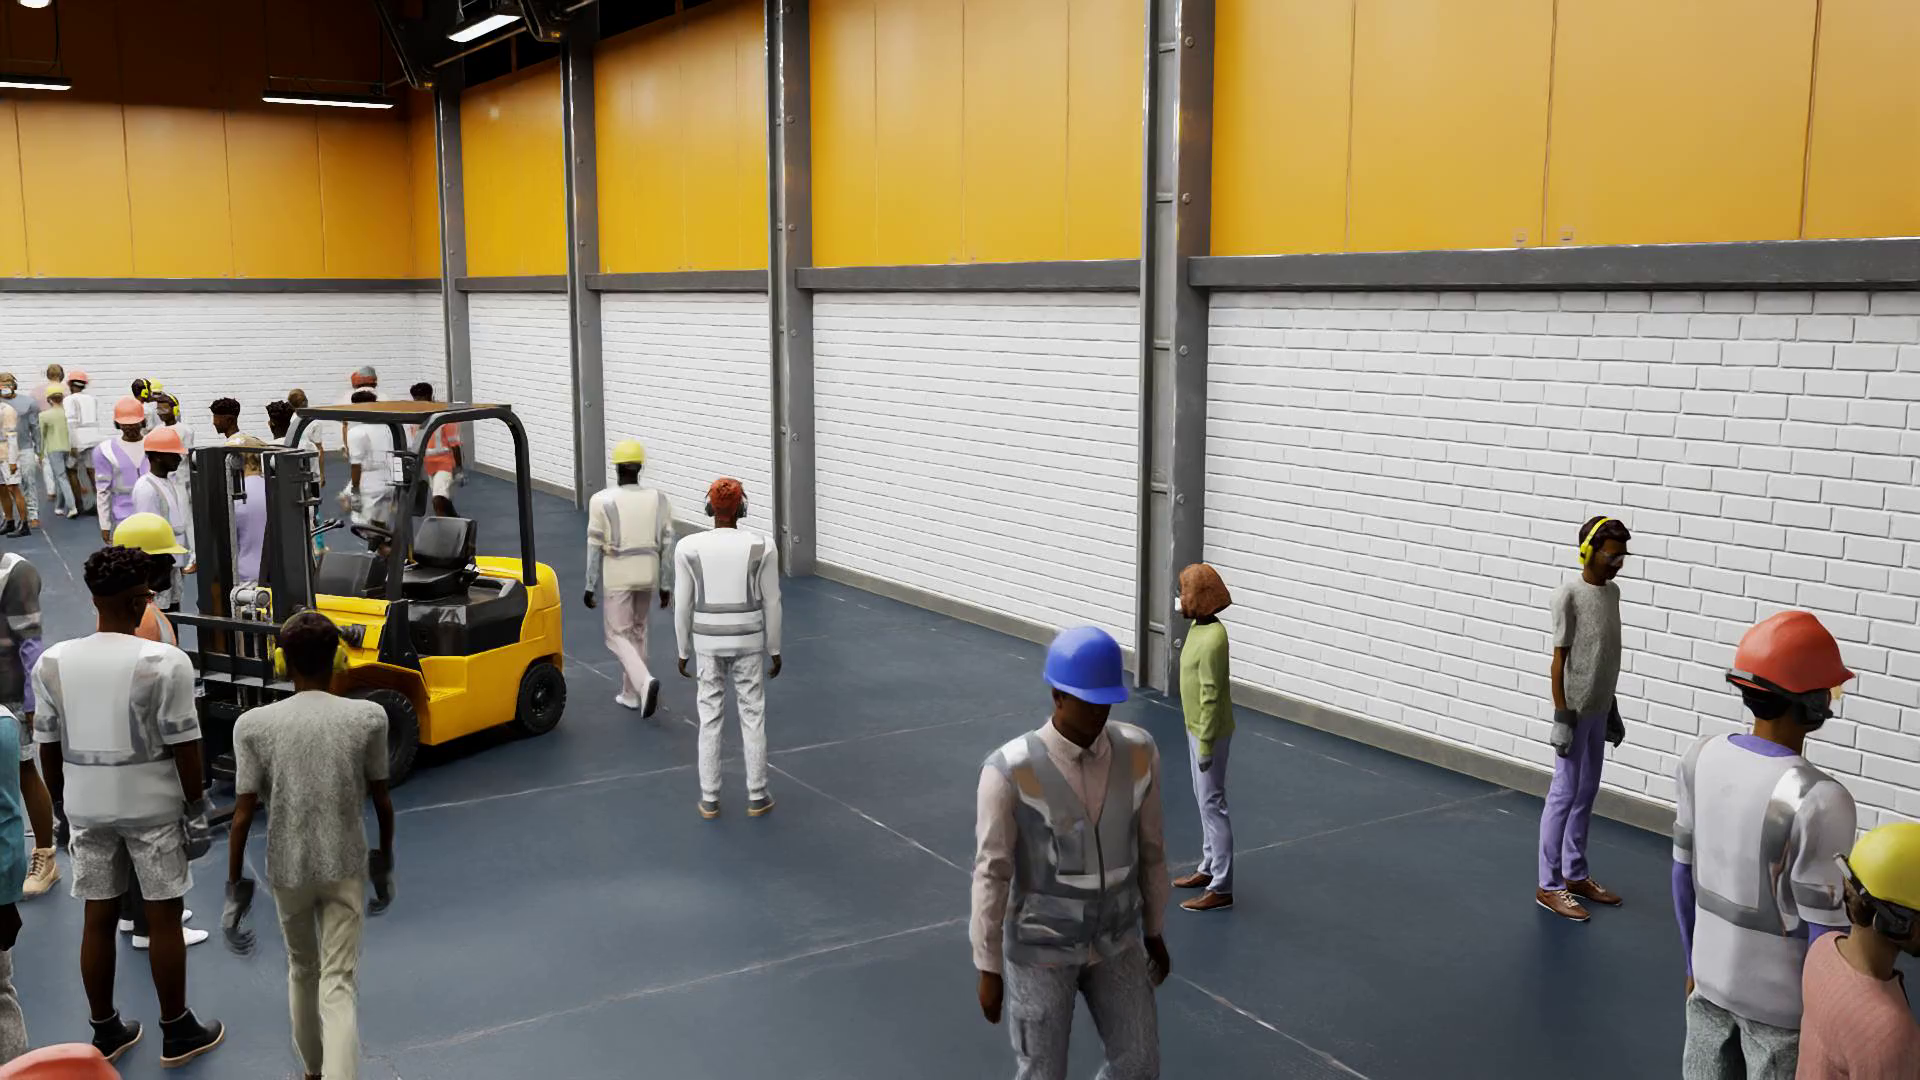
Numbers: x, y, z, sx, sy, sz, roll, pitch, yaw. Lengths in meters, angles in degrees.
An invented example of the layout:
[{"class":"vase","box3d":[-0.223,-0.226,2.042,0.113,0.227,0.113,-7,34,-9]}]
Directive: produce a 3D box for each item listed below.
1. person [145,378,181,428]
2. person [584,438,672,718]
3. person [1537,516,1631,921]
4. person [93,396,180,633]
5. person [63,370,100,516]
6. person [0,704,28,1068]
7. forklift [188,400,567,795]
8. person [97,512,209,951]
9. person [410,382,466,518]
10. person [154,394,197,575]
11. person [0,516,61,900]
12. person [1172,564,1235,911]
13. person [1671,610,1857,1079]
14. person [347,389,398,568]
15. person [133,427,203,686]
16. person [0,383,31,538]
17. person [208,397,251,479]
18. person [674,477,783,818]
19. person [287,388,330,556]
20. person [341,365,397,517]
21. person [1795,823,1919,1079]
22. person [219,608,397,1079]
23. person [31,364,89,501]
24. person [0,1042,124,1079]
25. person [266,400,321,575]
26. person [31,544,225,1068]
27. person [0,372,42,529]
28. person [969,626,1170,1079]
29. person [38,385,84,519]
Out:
[{"class":"person","box3d":[-9.951,-1.089,20.636,0.403,1.835,0.587,6,11,37]},{"class":"person","box3d":[-2.210,0.268,11.272,0.610,1.900,0.756,-6,11,-37]},{"class":"person","box3d":[2.925,0.811,7.736,0.518,1.865,0.328,-7,11,-40]},{"class":"person","box3d":[-6.878,-0.192,13.946,0.619,2.029,0.410,-6,10,-33]},{"class":"person","box3d":[-11.333,-1.247,21.531,0.608,1.882,0.577,3,9,19]},{"class":"person","box3d":[-3.309,1.123,5.387,0.605,1.939,0.415,2,9,12]},{"class":"forklift","box3d":[-3.529,0.258,10.348,1.214,2.155,2.313,4,9,25]},{"class":"person","box3d":[-3.578,0.835,7.358,0.385,1.925,0.592,-6,10,-34]},{"class":"person","box3d":[-5.755,-0.765,18.179,0.618,1.913,0.870,5,10,32]},{"class":"person","box3d":[-8.047,-0.569,17.055,0.515,1.861,0.321,3,9,20]},{"class":"person","box3d":[-4.611,0.714,7.865,0.620,2.030,0.453,2,9,16]},{"class":"person","box3d":[1.145,0.917,7.831,0.288,1.626,0.497,0,8,0]},{"class":"person","box3d":[2.176,1.201,4.490,0.367,2.048,0.609,-2,9,-15]},{"class":"person","box3d":[-5.679,-0.502,16.293,0.599,1.951,0.611,3,9,21]},{"class":"person","box3d":[-5.702,0.152,11.966,0.387,1.929,0.547,-1,8,-7]},{"class":"person","box3d":[-11.332,-0.977,19.611,0.558,1.924,0.425,4,10,27]},{"class":"person","box3d":[-6.509,-0.312,14.992,0.382,1.958,0.605,-2,9,-10]},{"class":"person","box3d":[-1.265,0.592,9.137,0.584,1.882,0.337,-1,8,-4]},{"class":"person","box3d":[-7.208,-0.728,18.193,0.505,1.838,0.347,-1,8,-5]},{"class":"person","box3d":[-7.546,-1.277,21.211,0.686,2.000,1.016,3,9,19]},{"class":"person","box3d":[1.992,1.467,3.680,0.344,1.756,0.532,2,9,13]},{"class":"person","box3d":[-2.202,1.154,5.621,0.564,1.823,0.975,-2,9,-16]},{"class":"person","box3d":[-12.579,-1.508,23.228,0.635,1.901,0.889,-1,9,-7]},{"class":"person","box3d":[-1.380,1.627,2.603,0.342,1.748,0.572,-7,11,-39]},{"class":"person","box3d":[-5.813,-0.224,14.361,0.367,1.966,0.604,8,11,41]},{"class":"person","box3d":[-3.089,0.989,6.184,0.609,1.964,0.367,1,8,4]},{"class":"person","box3d":[-11.549,-1.081,20.283,0.635,1.929,0.381,-5,10,-29]},{"class":"person","box3d":[0.332,1.192,4.923,0.660,1.932,0.444,-4,9,-24]},{"class":"person","box3d":[-11.527,-1.128,21.353,0.915,1.714,0.533,7,11,39]}]
